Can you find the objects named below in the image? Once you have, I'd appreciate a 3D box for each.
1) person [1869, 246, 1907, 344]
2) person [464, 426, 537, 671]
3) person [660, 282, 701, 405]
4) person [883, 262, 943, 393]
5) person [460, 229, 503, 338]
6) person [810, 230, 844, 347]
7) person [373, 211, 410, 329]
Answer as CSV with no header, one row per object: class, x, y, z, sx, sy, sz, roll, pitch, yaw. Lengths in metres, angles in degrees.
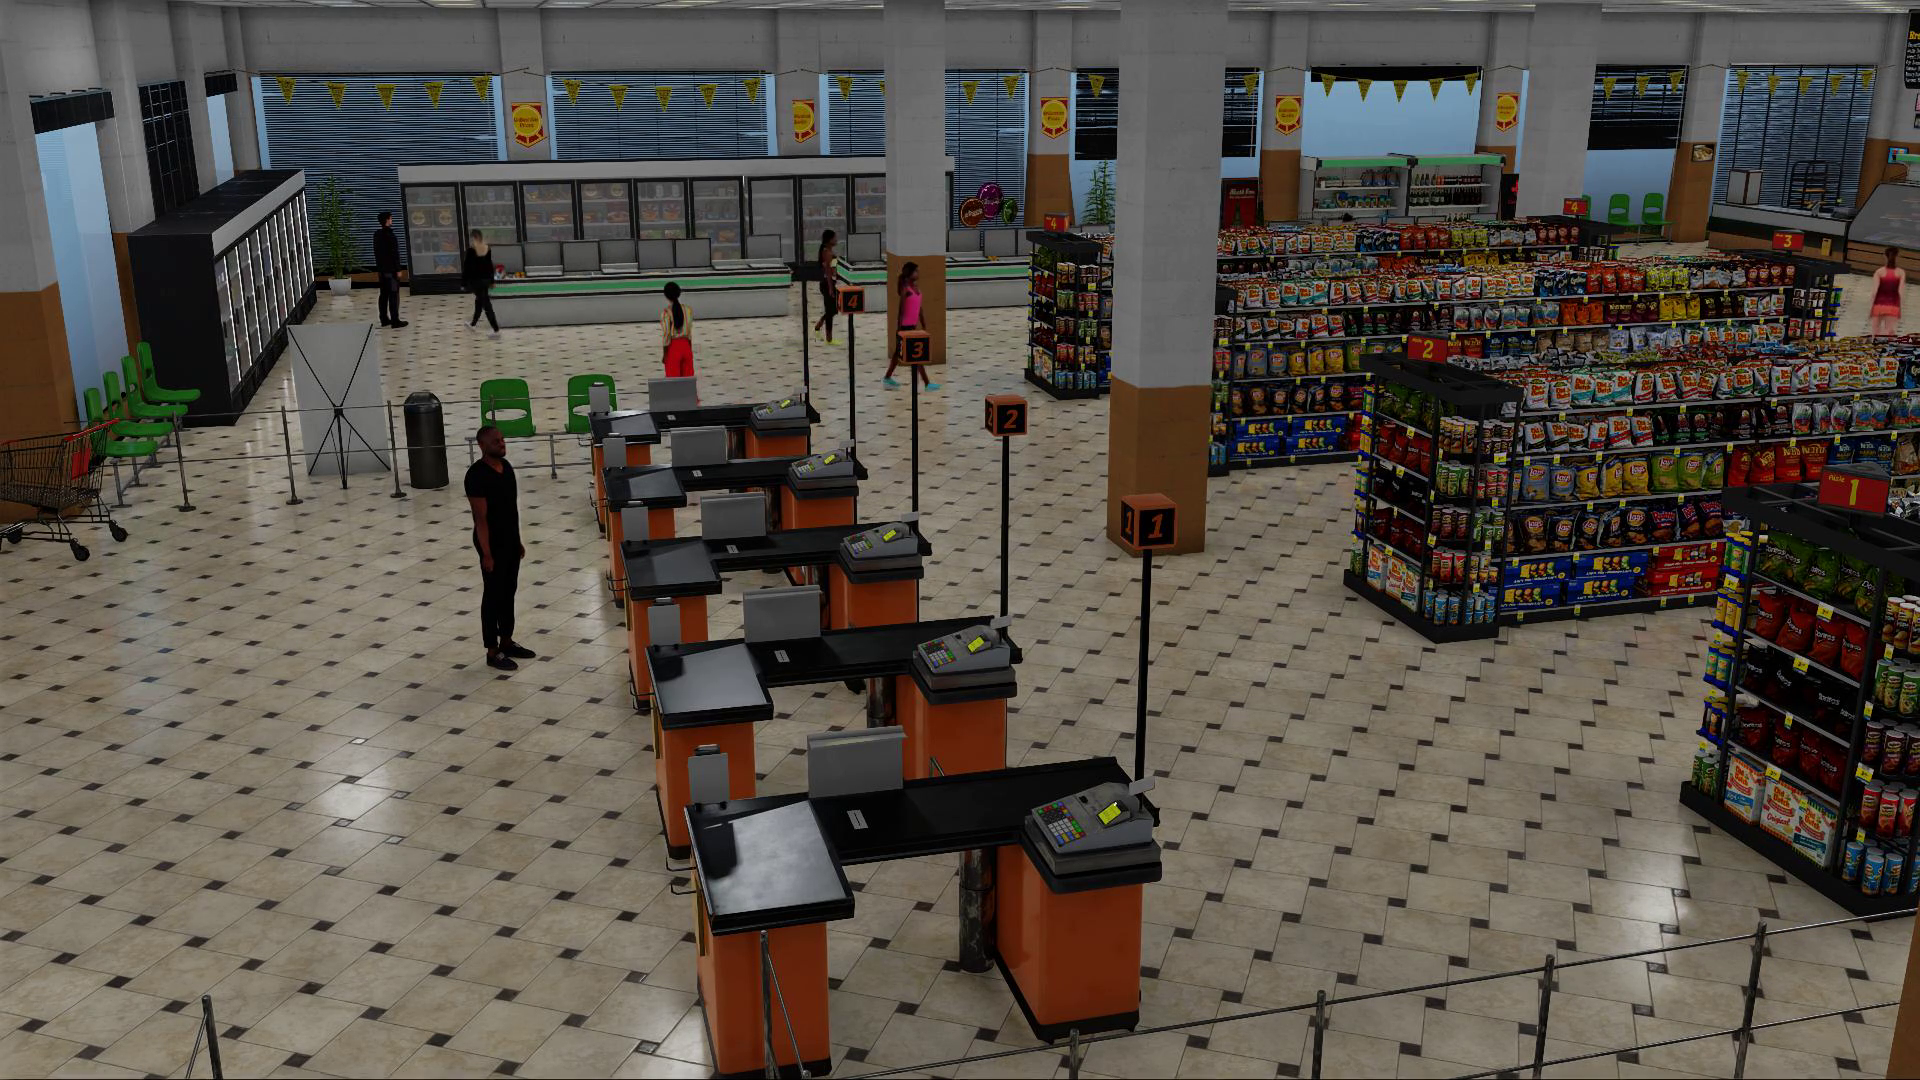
person,12.831,-3.184,23.057,0.992,1.735,1.080,10,20,30
person,-3.424,0.039,12.298,0.752,1.820,0.750,5,18,16
person,-3.302,-2.129,19.486,0.627,1.792,0.743,-15,23,-41
person,-0.755,-2.769,21.806,1.161,1.668,1.049,8,19,24
person,-7.307,-3.914,25.614,1.150,1.646,1.110,10,20,31
person,-2.063,-3.786,25.023,0.775,1.746,0.666,-1,17,-3
person,-9.187,-4.342,26.697,0.788,1.836,0.800,13,21,37
